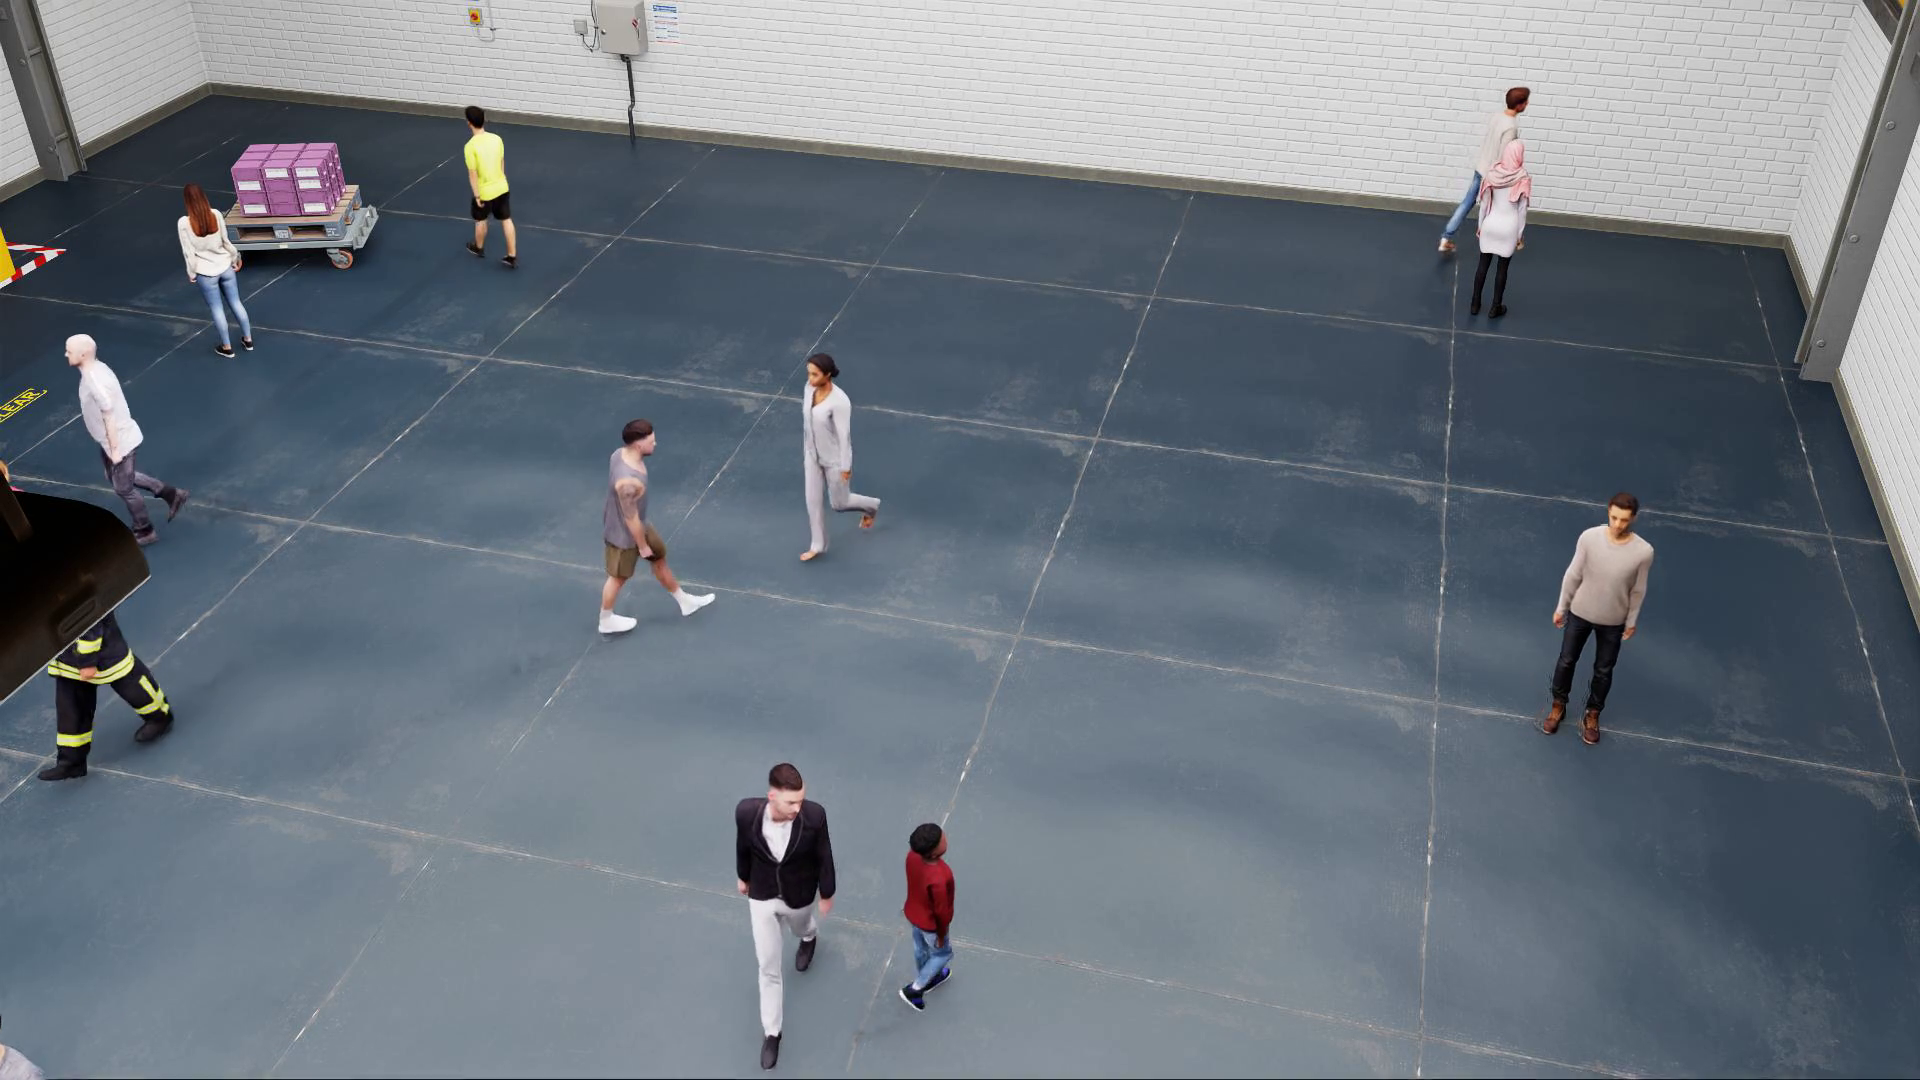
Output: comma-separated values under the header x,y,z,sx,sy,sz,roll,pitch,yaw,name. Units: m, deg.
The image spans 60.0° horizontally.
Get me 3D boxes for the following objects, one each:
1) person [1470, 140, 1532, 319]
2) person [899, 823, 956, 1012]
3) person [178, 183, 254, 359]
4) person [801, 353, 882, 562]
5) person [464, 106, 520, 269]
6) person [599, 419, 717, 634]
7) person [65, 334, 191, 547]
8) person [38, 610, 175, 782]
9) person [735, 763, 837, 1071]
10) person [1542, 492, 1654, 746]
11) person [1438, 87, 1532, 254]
x,y,z,sx,sy,sz,roll,pitch,yaw,name
5.284,-3.041,16.259,0.694,1.804,0.685,18,38,25,person
-0.223,2.064,9.084,0.738,1.246,0.667,-21,39,-29,person
-6.999,-2.534,15.599,0.655,1.692,0.769,-29,43,-36,person
-0.954,-0.673,12.779,0.918,1.714,1.100,26,42,34,person
-4.826,-3.621,17.249,1.020,1.676,0.993,-26,42,-33,person
-2.432,-0.053,11.796,1.034,1.781,1.144,-7,34,-10,person
-6.407,-0.779,12.847,0.999,1.816,0.938,-19,38,-26,person
-5.538,0.613,10.700,0.924,1.874,1.231,15,36,21,person
-0.908,1.836,8.943,0.855,1.782,1.284,4,34,6,person
4.191,0.470,10.921,0.706,1.866,0.649,15,36,21,person
5.472,-3.789,17.352,1.195,1.841,1.296,-9,35,-13,person
